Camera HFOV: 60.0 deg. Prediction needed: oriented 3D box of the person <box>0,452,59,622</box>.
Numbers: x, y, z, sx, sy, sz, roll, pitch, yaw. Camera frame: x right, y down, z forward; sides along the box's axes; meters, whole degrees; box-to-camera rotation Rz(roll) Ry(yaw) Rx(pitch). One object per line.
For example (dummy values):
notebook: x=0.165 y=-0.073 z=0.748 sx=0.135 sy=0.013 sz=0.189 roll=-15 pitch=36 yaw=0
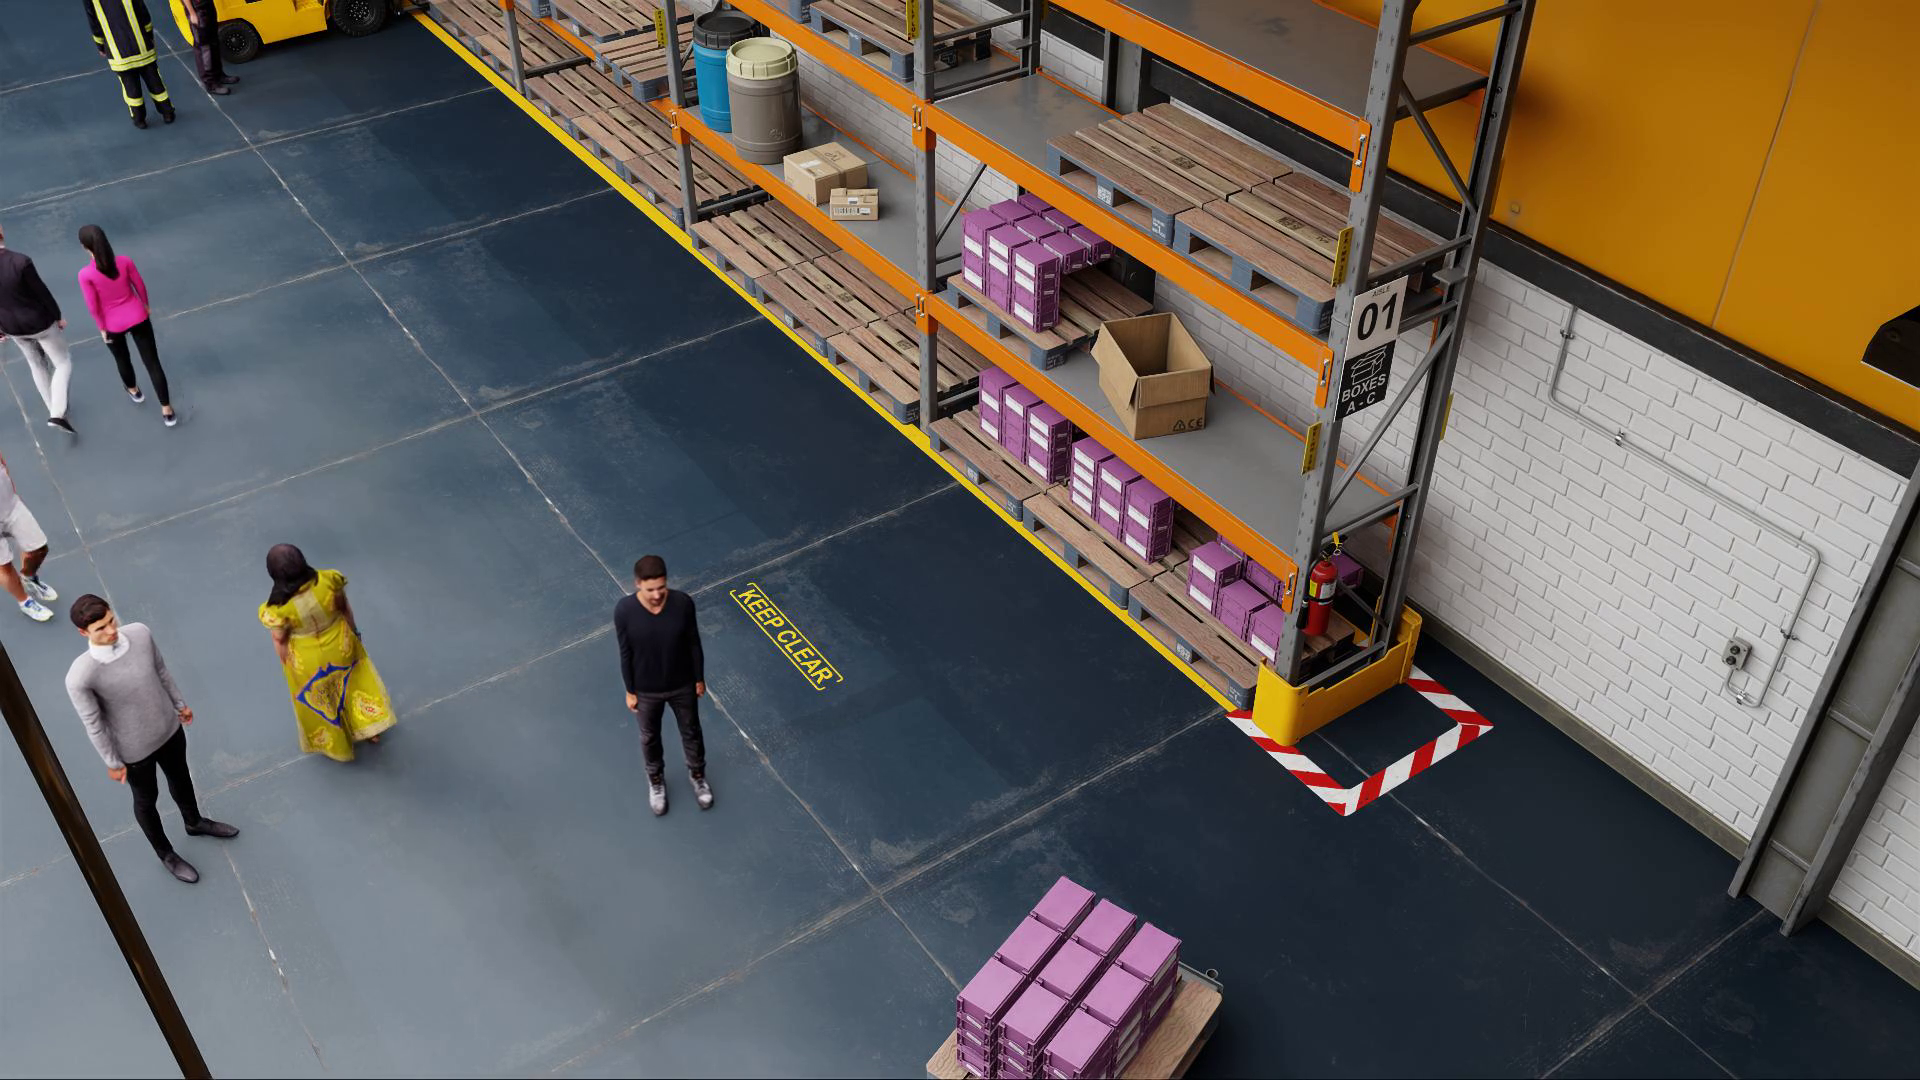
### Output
person: x=-6.476 y=-0.228 z=10.982 sx=0.834 sy=1.843 sz=0.813 roll=18 pitch=42 yaw=21

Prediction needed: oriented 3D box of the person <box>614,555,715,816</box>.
person: x=-1.723 y=0.814 z=9.658 sx=0.702 sy=1.867 sz=0.680 roll=-9 pitch=40 yaw=-11

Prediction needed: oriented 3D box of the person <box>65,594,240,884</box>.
person: x=-4.574 y=1.068 z=9.295 sx=0.847 sy=1.923 sz=0.841 roll=14 pitch=41 yaw=17

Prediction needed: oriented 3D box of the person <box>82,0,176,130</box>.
person: x=-8.615 y=-5.174 z=17.162 sx=0.769 sy=1.860 sz=0.714 roll=-18 pitch=42 yaw=-22

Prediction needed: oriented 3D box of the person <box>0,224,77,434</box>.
person: x=-7.131 y=-1.610 z=12.724 sx=0.932 sy=1.830 sz=1.029 roll=-4 pitch=39 yaw=-5

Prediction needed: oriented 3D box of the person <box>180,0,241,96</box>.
person: x=-8.215 y=-5.753 z=17.897 sx=0.800 sy=1.848 sz=0.715 roll=2 pitch=39 yaw=2

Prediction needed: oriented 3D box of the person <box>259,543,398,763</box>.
person: x=-3.782 y=0.713 z=9.959 sx=0.779 sy=1.649 sz=0.905 roll=-30 pitch=47 yaw=-32

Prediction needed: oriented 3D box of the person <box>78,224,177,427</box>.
person: x=-6.429 y=-1.642 z=12.891 sx=0.620 sy=1.670 sz=0.979 roll=-27 pitch=46 yaw=-29
